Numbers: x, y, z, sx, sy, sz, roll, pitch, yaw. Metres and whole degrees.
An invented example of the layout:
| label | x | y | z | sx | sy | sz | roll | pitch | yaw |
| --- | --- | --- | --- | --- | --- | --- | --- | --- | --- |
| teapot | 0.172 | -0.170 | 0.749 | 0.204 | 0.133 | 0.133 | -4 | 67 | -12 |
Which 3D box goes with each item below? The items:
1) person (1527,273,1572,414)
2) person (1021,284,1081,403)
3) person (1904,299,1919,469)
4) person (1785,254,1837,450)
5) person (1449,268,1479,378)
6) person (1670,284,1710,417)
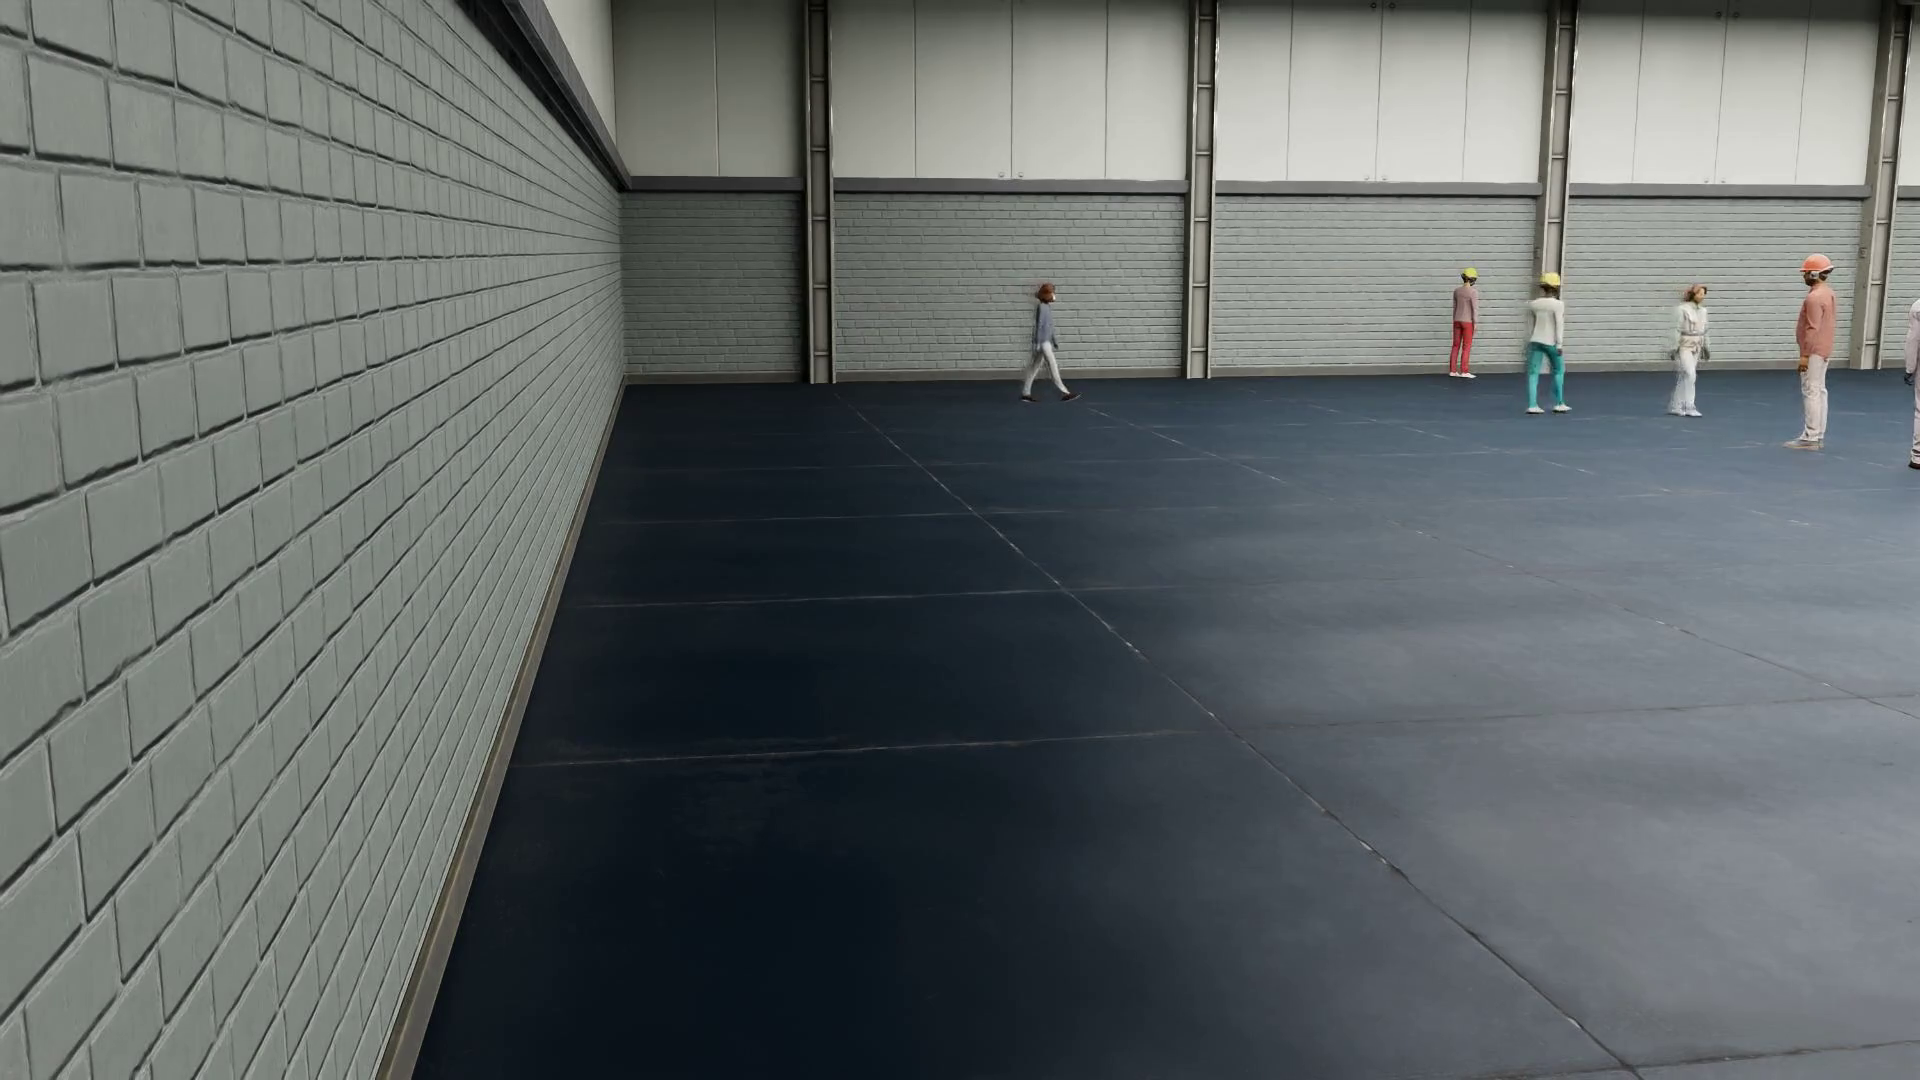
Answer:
| label | x | y | z | sx | sy | sz | roll | pitch | yaw |
| --- | --- | --- | --- | --- | --- | --- | --- | --- | --- |
| person | 7.390 | -2.447 | 20.754 | 0.712 | 1.741 | 0.547 | -6 | 11 | -31 |
| person | 1.195 | -2.623 | 22.219 | 0.843 | 1.581 | 0.522 | 2 | 10 | 12 |
| person | 9.111 | -1.592 | 15.400 | 0.649 | 1.904 | 0.401 | 6 | 11 | 29 |
| person | 8.732 | -1.923 | 17.043 | 0.396 | 1.992 | 0.623 | 9 | 13 | 41 |
| person | 8.109 | -3.471 | 26.646 | 0.334 | 1.763 | 0.522 | -5 | 11 | -28 |
| person | 8.960 | -2.294 | 20.263 | 0.551 | 1.614 | 0.683 | -6 | 11 | -30 |
